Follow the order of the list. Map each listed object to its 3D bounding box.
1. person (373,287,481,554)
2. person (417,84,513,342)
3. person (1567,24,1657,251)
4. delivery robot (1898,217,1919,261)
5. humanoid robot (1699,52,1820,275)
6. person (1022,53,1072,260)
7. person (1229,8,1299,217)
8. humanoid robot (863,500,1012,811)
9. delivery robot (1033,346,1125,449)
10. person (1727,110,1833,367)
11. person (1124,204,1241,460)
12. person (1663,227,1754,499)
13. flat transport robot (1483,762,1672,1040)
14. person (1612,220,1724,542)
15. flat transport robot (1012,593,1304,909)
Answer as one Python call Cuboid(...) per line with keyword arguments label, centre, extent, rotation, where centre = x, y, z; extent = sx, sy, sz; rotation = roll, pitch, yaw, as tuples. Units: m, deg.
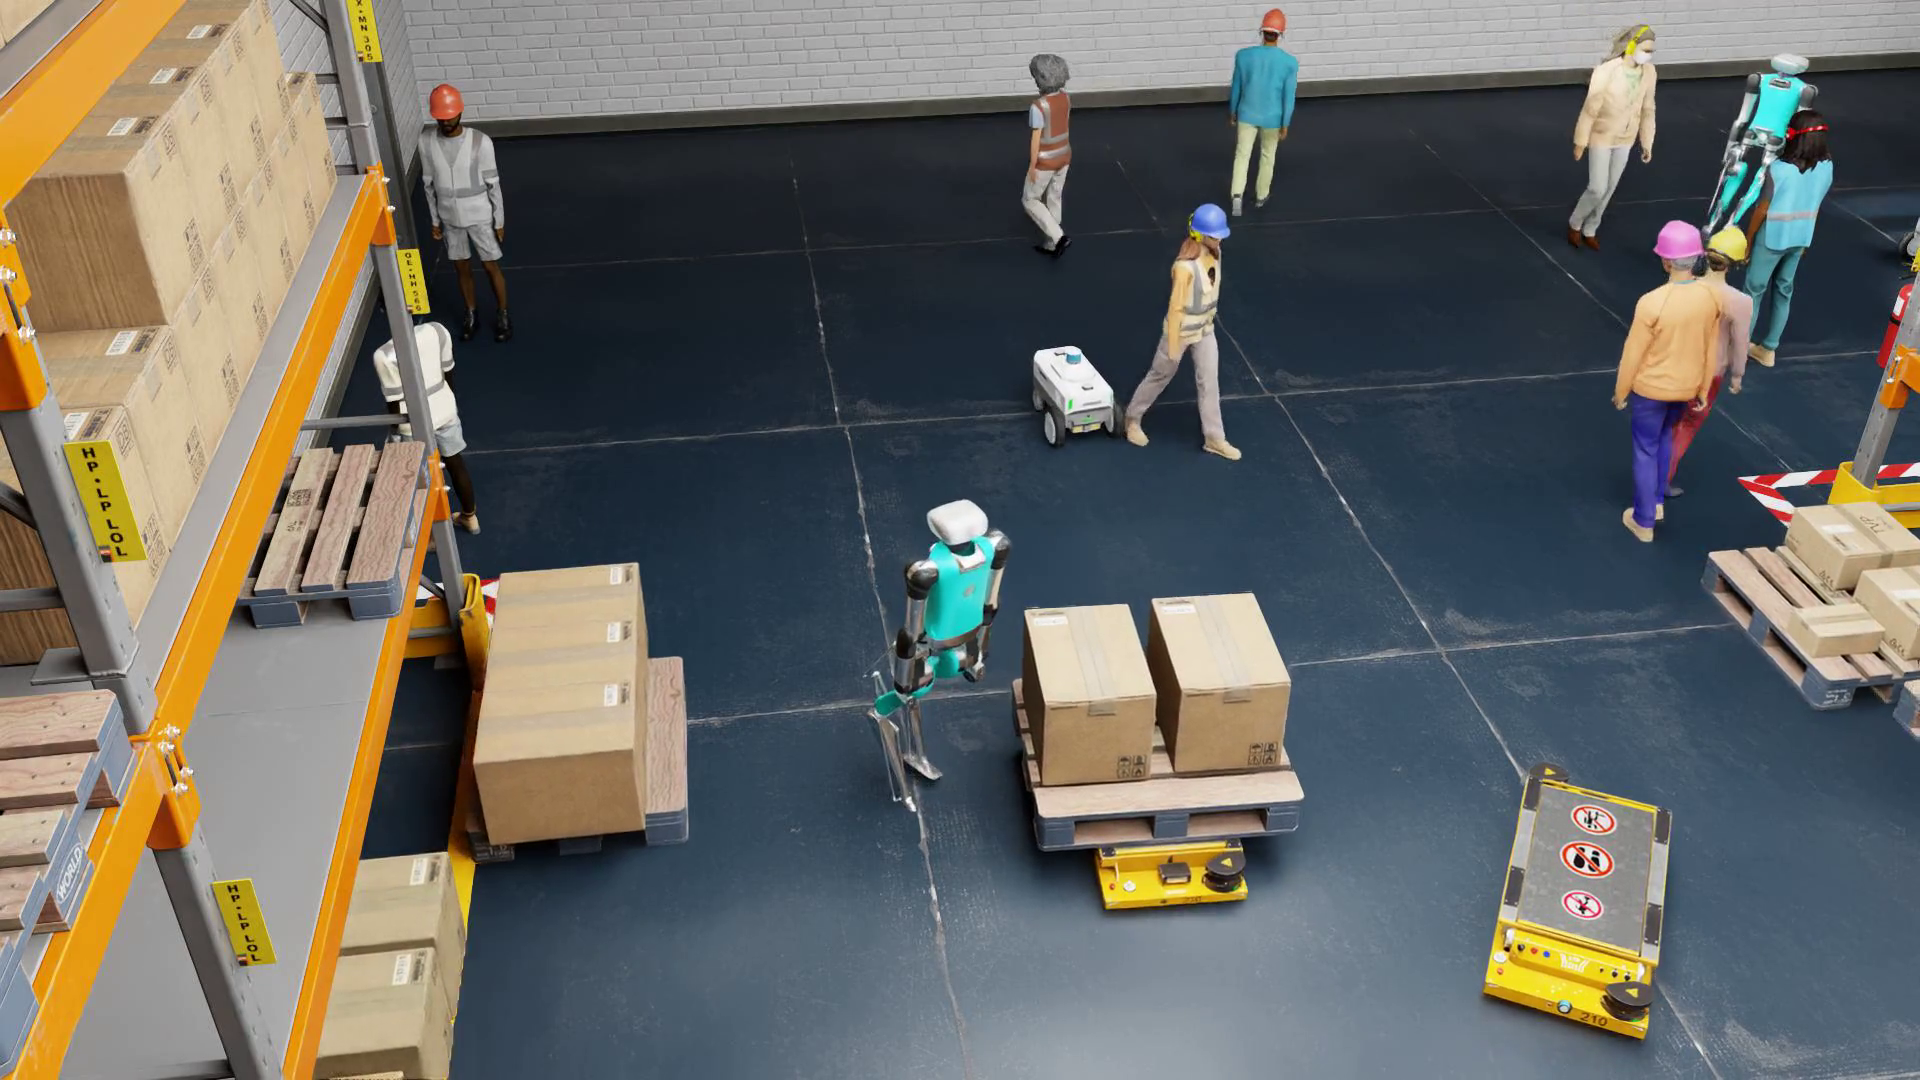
Cuboid(label="person", centre=(-3.104, -0.705, 9.625), extent=(0.317, 1.695, 0.539), rotation=(18, 37, 25))
Cuboid(label="person", centre=(-3.531, -2.310, 11.883), extent=(0.546, 1.929, 0.383), rotation=(2, 33, 4))
Cuboid(label="person", centre=(5.214, -3.193, 13.296), extent=(0.594, 1.853, 0.454), rotation=(-8, 34, -13))
Cuboid(label="delivery robot", centre=(8.006, -2.418, 13.270), extent=(0.739, 0.566, 0.499), rotation=(-5, 33, -7))
Cuboid(label="humanoid robot", centre=(6.039, -2.769, 12.829), extent=(0.814, 1.838, 0.541), rotation=(-27, 42, -35))
Cuboid(label="person", centre=(0.744, -2.993, 13.152), extent=(0.450, 1.680, 0.451), rotation=(-27, 42, -35))
Cuboid(label="person", centre=(2.522, -3.580, 14.001), extent=(0.559, 1.732, 0.738), rotation=(10, 34, 15))
Cuboid(label="humanoid robot", centre=(-0.185, 0.502, 7.755), extent=(0.545, 1.773, 0.826), rotation=(-23, 39, -30))
Cuboid(label="delivery robot", centre=(0.753, -0.998, 11.103), extent=(0.499, 0.577, 0.769), rotation=(-10, 34, -15))
Cuboid(label="person", centre=(5.688, -2.055, 11.554), extent=(0.506, 1.861, 0.387), rotation=(-5, 34, -8))
Cuboid(label="person", centre=(1.415, -1.346, 10.582), extent=(0.814, 1.742, 0.523), rotation=(25, 41, 33))
Cuboid(label="person", centre=(4.477, -1.059, 10.116), extent=(0.542, 1.759, 0.473), rotation=(28, 42, 36))
Cuboid(label="flat transport robot", centre=(2.790, 1.567, 7.452), extent=(0.659, 0.231, 1.431), rotation=(13, 35, 19))
Cuboid(label="person", centre=(4.076, -0.919, 9.718), extent=(0.532, 1.953, 0.573), rotation=(-5, 33, -7))
Cuboid(label="flat transport robot", centre=(0.903, 1.192, 8.025), extent=(0.659, 0.231, 1.431), rotation=(-3, 33, -5))
